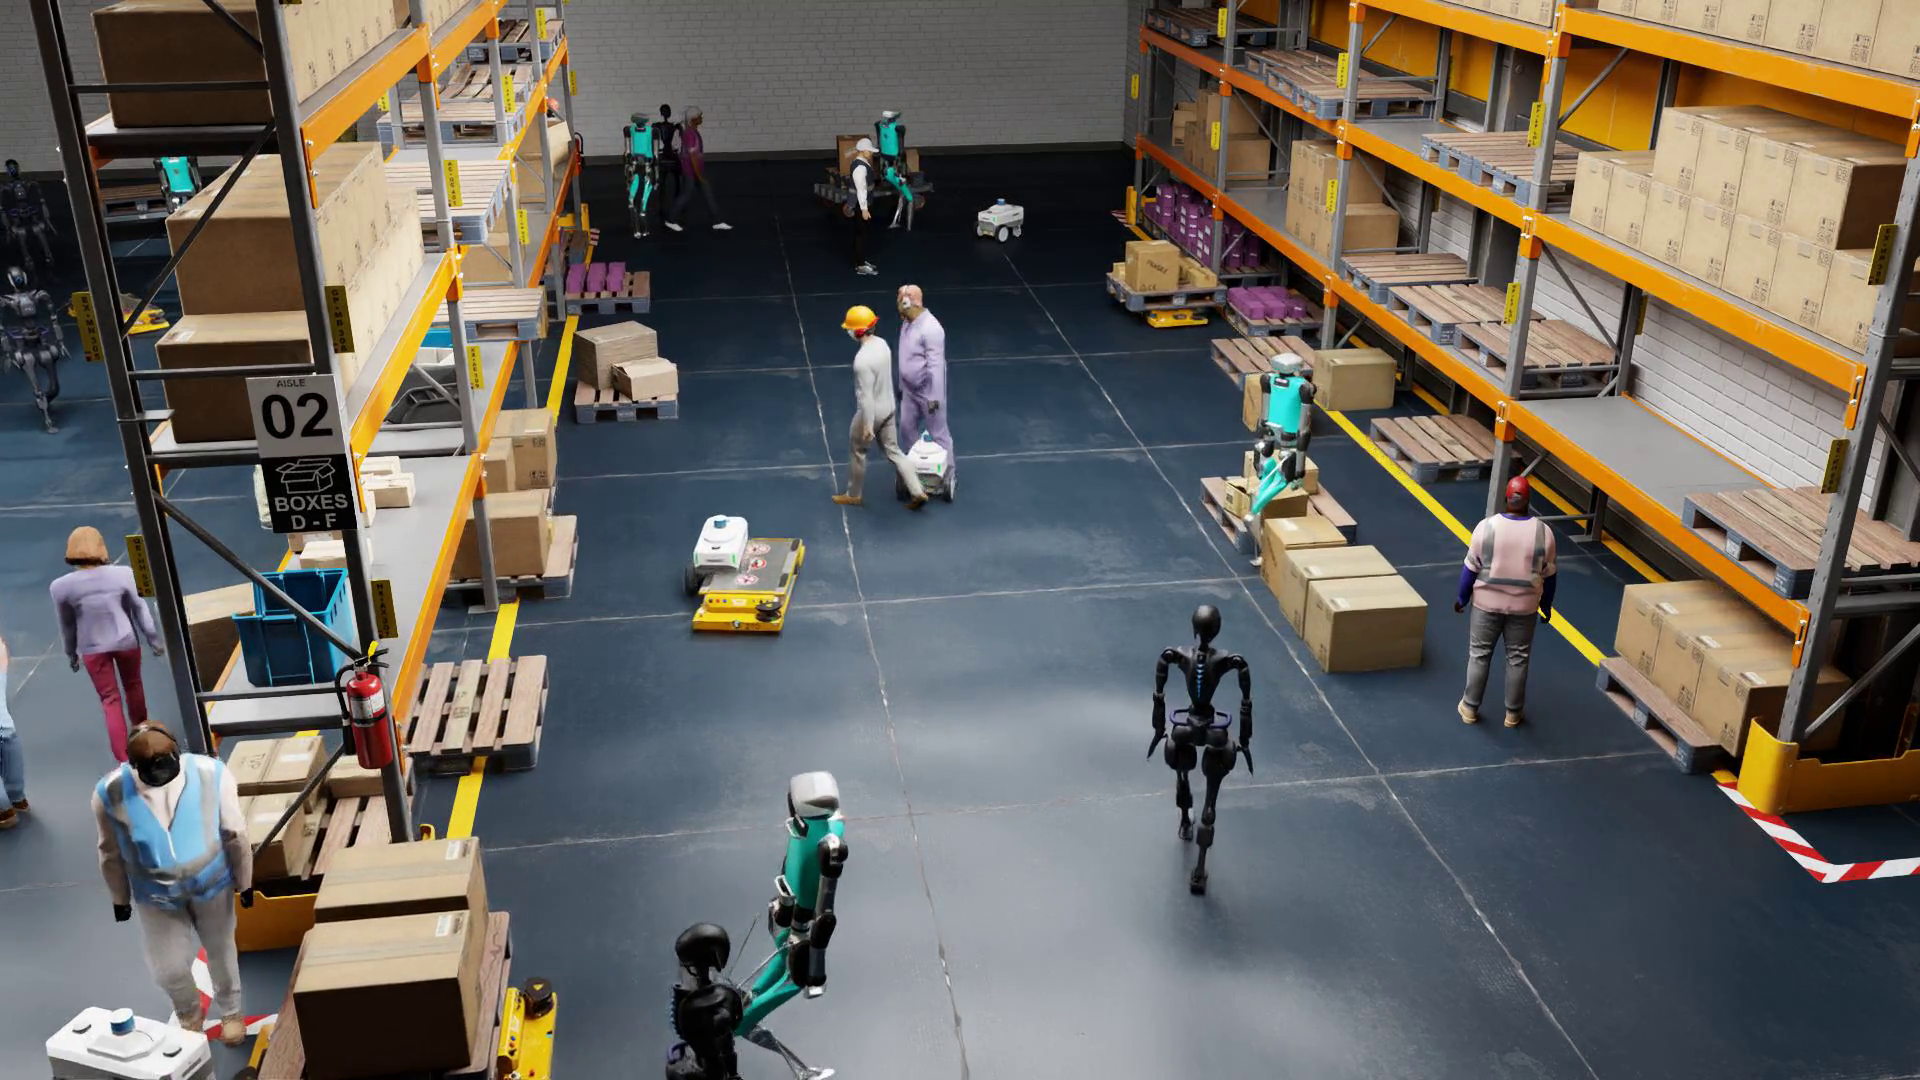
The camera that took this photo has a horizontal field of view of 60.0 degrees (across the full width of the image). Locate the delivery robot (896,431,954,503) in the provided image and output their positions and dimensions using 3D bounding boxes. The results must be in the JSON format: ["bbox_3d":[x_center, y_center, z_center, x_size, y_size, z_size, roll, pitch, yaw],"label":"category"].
[{"bbox_3d":[-0.279,-0.668,14.853,0.499,0.601,0.788,3,24,8],"label":"delivery robot"}]

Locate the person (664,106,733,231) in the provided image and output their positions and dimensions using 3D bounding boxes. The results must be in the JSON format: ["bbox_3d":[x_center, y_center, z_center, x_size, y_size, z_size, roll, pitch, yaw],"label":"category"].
[{"bbox_3d":[-3.847,-5.330,23.917,0.967,1.799,0.533,2,24,5],"label":"person"}]

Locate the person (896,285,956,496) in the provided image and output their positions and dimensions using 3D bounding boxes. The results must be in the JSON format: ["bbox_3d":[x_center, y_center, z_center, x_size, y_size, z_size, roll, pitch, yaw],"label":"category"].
[{"bbox_3d":[-0.308,-1.326,14.715,0.469,1.867,0.695,-14,27,-29],"label":"person"}]

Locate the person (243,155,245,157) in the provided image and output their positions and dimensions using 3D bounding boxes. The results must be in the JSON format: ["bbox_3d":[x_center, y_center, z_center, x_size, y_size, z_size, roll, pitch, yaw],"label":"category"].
[{"bbox_3d":[-8.619,-4.012,20.798,0.750,1.903,0.648,-19,30,-36],"label":"person"}]

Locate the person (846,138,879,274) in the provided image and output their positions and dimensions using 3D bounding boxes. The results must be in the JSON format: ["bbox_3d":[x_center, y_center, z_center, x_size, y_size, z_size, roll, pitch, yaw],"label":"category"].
[{"bbox_3d":[-1.266,-4.378,21.804,0.447,1.753,0.757,-2,24,-5],"label":"person"}]

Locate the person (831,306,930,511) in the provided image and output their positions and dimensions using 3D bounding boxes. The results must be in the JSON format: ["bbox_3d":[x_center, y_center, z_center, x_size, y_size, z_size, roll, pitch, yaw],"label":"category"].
[{"bbox_3d":[-0.687,-1.108,14.245,0.900,1.849,0.578,11,26,24],"label":"person"}]

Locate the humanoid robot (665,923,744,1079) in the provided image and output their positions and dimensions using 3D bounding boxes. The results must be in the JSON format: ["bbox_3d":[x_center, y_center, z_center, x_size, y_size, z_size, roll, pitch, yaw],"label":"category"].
[{"bbox_3d":[-0.988,2.245,6.820,0.429,1.647,0.584,-13,27,-27],"label":"humanoid robot"}]

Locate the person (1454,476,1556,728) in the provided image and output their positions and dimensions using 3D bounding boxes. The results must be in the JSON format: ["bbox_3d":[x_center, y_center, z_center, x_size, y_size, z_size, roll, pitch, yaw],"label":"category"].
[{"bbox_3d":[3.567,0.409,10.906,0.608,1.749,0.419,6,24,13],"label":"person"}]

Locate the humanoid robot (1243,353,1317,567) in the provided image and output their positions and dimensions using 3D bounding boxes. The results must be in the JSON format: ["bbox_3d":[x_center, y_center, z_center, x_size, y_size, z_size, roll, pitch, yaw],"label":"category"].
[{"bbox_3d":[2.383,-0.541,13.126,0.795,1.805,0.572,-17,29,-33],"label":"humanoid robot"}]

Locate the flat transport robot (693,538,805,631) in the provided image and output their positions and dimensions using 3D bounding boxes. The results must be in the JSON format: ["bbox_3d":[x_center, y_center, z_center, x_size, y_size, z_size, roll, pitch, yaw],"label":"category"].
[{"bbox_3d":[-1.625,0.316,12.958,0.659,0.231,1.431,1,24,2],"label":"flat transport robot"}]

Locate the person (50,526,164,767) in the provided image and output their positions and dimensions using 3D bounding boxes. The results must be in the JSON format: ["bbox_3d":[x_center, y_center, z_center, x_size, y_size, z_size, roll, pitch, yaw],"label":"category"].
[{"bbox_3d":[-5.336,0.688,10.474,0.541,1.580,0.829,-13,27,-28],"label":"person"}]

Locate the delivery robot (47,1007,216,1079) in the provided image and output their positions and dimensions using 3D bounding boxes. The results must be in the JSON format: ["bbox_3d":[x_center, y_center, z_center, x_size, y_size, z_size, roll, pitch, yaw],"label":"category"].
[{"bbox_3d":[-3.870,2.445,7.754,0.767,0.595,0.513,7,25,16],"label":"delivery robot"}]

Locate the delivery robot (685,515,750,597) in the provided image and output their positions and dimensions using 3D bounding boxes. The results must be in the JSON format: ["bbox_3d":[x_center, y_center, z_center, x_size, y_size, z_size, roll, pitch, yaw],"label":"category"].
[{"bbox_3d":[-1.876,0.116,13.081,0.499,0.614,0.815,0,24,0],"label":"delivery robot"}]

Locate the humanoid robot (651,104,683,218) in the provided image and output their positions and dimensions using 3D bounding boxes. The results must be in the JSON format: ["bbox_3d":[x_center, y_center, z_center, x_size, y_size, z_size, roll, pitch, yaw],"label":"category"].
[{"bbox_3d":[-4.379,-5.666,24.893,0.584,1.653,0.720,3,24,6],"label":"humanoid robot"}]

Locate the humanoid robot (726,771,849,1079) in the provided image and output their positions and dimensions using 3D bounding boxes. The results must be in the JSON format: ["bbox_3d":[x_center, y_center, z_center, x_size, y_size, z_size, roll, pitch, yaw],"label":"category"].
[{"bbox_3d":[-0.969,1.917,7.536,0.963,1.779,0.559,-10,26,-22],"label":"humanoid robot"}]

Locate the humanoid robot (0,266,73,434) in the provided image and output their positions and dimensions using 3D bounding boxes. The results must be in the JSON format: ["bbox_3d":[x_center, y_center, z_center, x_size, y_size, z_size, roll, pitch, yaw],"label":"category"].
[{"bbox_3d":[-9.084,-1.895,16.258,0.636,1.635,0.611,22,32,40],"label":"humanoid robot"}]

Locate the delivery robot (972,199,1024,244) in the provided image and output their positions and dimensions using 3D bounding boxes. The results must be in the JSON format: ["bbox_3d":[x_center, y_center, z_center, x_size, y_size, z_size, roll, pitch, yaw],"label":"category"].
[{"bbox_3d":[0.563,-4.555,23.689,0.524,0.587,0.754,19,30,37],"label":"delivery robot"}]

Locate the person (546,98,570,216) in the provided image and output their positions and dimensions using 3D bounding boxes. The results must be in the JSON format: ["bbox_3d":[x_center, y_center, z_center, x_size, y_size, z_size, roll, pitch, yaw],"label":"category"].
[{"bbox_3d":[-6.044,-5.730,24.897,0.577,1.741,0.473,3,24,6],"label":"person"}]

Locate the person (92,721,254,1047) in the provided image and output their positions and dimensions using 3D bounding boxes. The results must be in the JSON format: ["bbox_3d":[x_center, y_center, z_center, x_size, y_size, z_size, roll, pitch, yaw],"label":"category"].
[{"bbox_3d":[-3.703,1.667,7.937,0.651,1.824,0.482,-11,26,-23],"label":"person"}]

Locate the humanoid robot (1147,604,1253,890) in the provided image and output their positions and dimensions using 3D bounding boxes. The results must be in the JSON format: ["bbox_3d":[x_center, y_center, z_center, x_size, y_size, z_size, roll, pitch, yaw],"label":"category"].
[{"bbox_3d":[1.370,1.117,9.438,0.609,1.622,0.785,5,24,12],"label":"humanoid robot"}]

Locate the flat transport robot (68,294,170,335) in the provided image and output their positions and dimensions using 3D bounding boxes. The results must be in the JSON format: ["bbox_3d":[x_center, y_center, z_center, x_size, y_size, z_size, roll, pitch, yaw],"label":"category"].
[{"bbox_3d":[-10.029,-2.686,19.796,0.659,0.231,1.431,-22,32,-40],"label":"flat transport robot"}]

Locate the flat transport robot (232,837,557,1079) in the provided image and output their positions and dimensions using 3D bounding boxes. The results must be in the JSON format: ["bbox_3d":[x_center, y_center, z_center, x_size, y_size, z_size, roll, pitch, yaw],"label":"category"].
[{"bbox_3d":[-2.709,2.467,8.057,1.431,0.231,0.659,-4,24,-8],"label":"flat transport robot"}]

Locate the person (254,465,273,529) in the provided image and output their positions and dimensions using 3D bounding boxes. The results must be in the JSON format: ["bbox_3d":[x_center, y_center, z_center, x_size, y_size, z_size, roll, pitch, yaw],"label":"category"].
[{"bbox_3d":[-5.885,-0.964,14.040,0.380,1.739,0.567,2,24,5],"label":"person"}]

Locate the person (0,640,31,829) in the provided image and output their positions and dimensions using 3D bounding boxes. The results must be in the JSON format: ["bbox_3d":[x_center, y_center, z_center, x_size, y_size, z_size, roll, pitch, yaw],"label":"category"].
[{"bbox_3d":[-5.829,0.798,9.788,0.371,1.949,0.668,1,24,1],"label":"person"}]

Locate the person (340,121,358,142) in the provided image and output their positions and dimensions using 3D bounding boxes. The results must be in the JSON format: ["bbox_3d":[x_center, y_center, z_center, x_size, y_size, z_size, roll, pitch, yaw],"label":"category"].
[{"bbox_3d":[-9.661,-6.188,26.157,0.898,1.569,0.505,-6,25,-14],"label":"person"}]

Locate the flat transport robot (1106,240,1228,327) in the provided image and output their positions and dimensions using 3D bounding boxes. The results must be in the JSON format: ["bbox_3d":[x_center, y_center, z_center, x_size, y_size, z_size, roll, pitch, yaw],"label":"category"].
[{"bbox_3d":[2.460,-2.870,20.215,0.659,0.231,1.431,-5,24,-11],"label":"flat transport robot"}]

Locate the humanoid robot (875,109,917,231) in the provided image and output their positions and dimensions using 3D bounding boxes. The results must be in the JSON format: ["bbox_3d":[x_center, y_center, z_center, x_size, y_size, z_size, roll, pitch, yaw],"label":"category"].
[{"bbox_3d":[-0.846,-5.288,24.003,0.551,1.869,0.705,20,30,37],"label":"humanoid robot"}]

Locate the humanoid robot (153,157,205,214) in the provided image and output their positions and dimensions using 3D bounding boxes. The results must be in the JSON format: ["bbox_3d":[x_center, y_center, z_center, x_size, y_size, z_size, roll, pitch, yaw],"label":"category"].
[{"bbox_3d":[-10.136,-4.352,21.891,0.572,1.889,0.813,-6,24,-14],"label":"humanoid robot"}]

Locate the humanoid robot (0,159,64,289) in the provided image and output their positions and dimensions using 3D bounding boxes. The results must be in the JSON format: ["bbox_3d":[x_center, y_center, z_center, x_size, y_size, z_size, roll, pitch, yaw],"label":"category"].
[{"bbox_3d":[-11.815,-4.015,21.071,0.596,1.640,0.398,-19,30,-36],"label":"humanoid robot"}]

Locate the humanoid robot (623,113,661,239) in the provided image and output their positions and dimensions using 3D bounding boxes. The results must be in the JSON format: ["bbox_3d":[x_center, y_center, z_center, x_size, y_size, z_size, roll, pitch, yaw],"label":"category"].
[{"bbox_3d":[-4.524,-5.064,23.417,0.535,1.764,0.913,3,24,7],"label":"humanoid robot"}]
